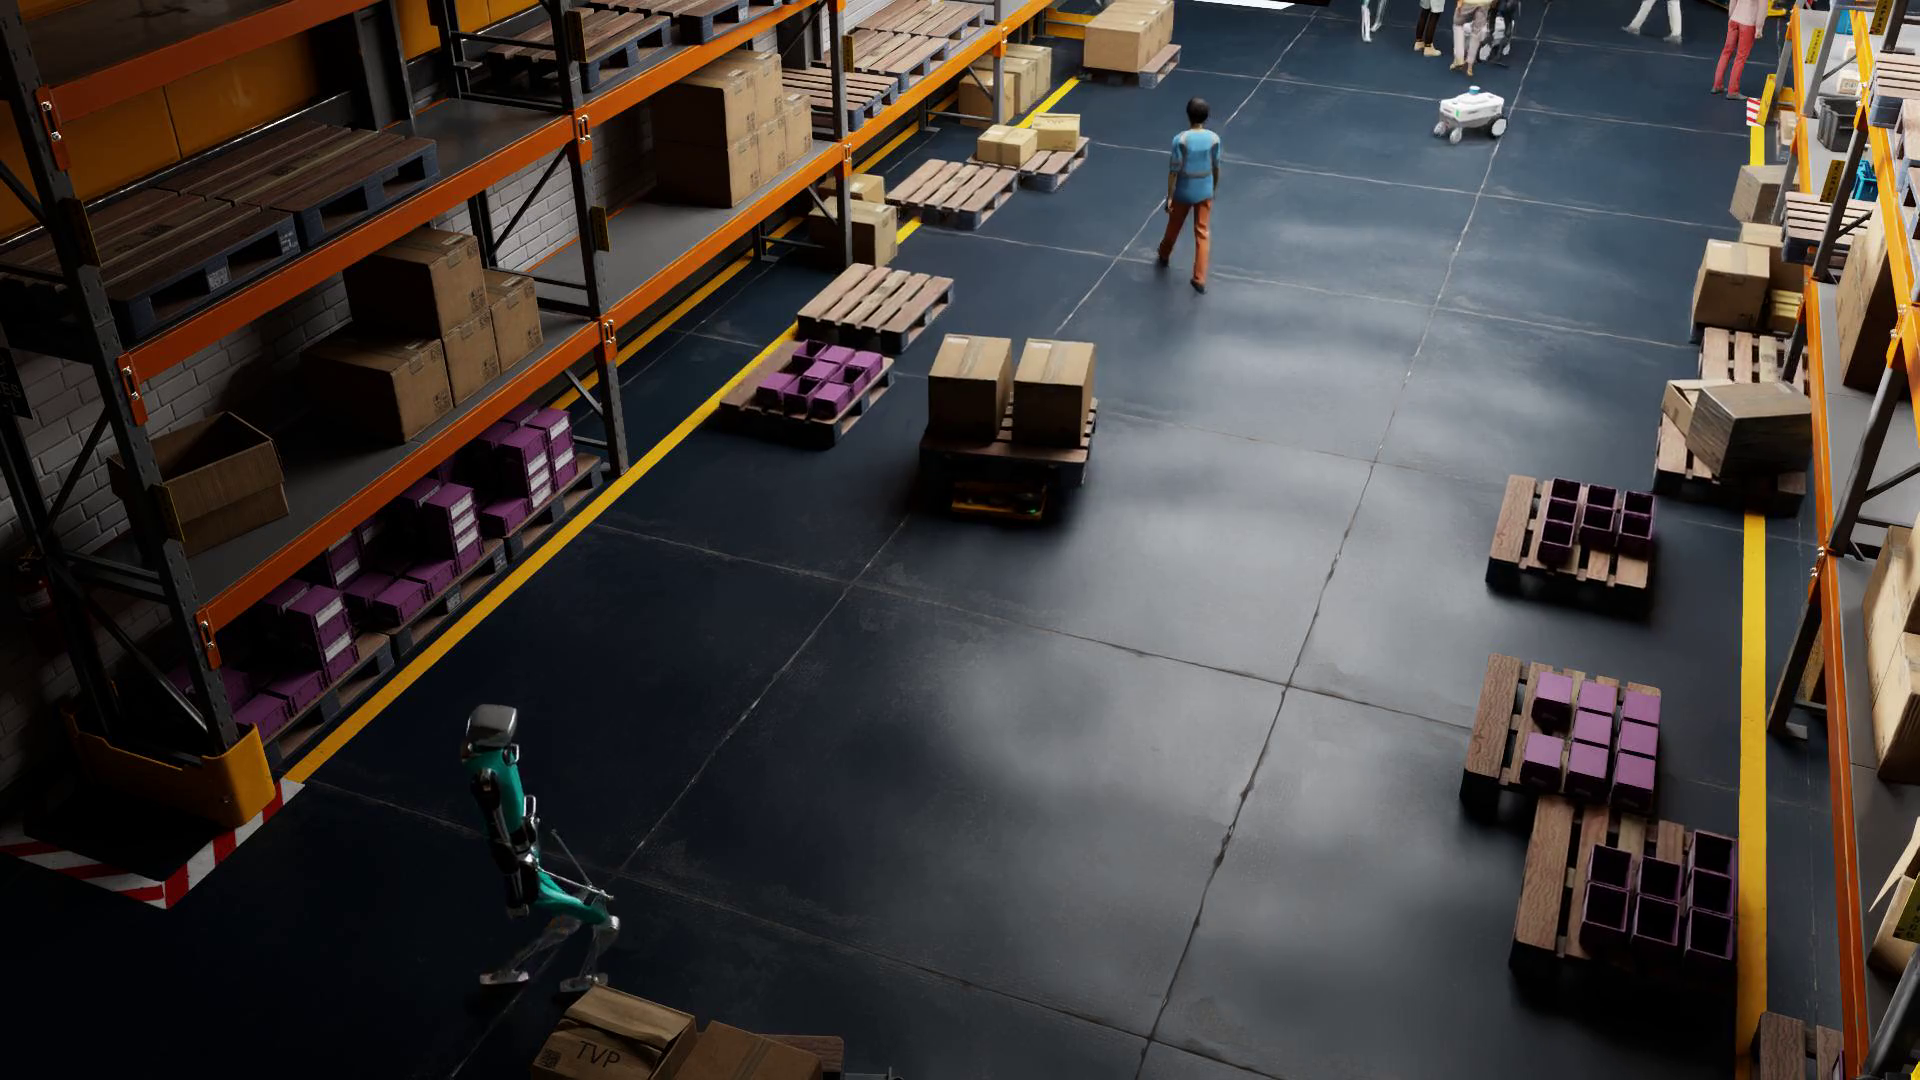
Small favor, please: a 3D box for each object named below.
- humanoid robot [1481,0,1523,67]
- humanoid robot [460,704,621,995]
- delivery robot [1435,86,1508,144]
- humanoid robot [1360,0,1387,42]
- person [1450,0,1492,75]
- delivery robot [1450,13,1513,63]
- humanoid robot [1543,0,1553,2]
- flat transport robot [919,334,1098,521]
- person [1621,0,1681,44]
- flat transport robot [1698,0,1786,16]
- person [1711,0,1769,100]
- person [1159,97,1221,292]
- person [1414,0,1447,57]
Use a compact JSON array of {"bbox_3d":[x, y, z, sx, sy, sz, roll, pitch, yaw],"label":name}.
[{"bbox_3d":[6.777,-6.789,20.807,0.398,1.643,0.591,-22,39,-31],"label":"humanoid robot"},{"bbox_3d":[-1.962,1.518,7.890,0.888,1.774,0.551,-6,33,-10],"label":"humanoid robot"},{"bbox_3d":[5.781,-4.825,18.781,0.753,0.579,0.499,-15,36,-22],"label":"delivery robot"},{"bbox_3d":[5.506,-7.447,21.794,0.540,1.736,0.973,8,34,13],"label":"humanoid robot"},{"bbox_3d":[6.334,-6.632,20.477,0.457,1.763,0.378,-2,33,-3],"label":"person"},{"bbox_3d":[6.734,-6.480,21.350,0.788,0.587,0.499,-20,38,-27],"label":"delivery robot"},{"bbox_3d":[8.580,-8.408,23.359,0.609,1.628,0.790,25,40,33],"label":"humanoid robot"},{"bbox_3d":[0.377,-0.606,12.530,0.659,0.231,1.431,5,33,8],"label":"flat transport robot"},{"bbox_3d":[9.245,-7.449,21.673,0.544,1.855,0.919,-15,36,-22],"label":"person"},{"bbox_3d":[10.907,-7.647,23.426,0.659,0.231,1.431,-7,34,-11],"label":"flat transport robot"},{"bbox_3d":[9.306,-6.117,19.679,0.317,1.765,0.531,-11,35,-17],"label":"person"},{"bbox_3d":[2.114,-3.213,15.235,0.519,1.713,0.919,-3,33,-5],"label":"person"},{"bbox_3d":[6.057,-7.030,21.160,0.319,1.693,0.531,-9,34,-13],"label":"person"}]
